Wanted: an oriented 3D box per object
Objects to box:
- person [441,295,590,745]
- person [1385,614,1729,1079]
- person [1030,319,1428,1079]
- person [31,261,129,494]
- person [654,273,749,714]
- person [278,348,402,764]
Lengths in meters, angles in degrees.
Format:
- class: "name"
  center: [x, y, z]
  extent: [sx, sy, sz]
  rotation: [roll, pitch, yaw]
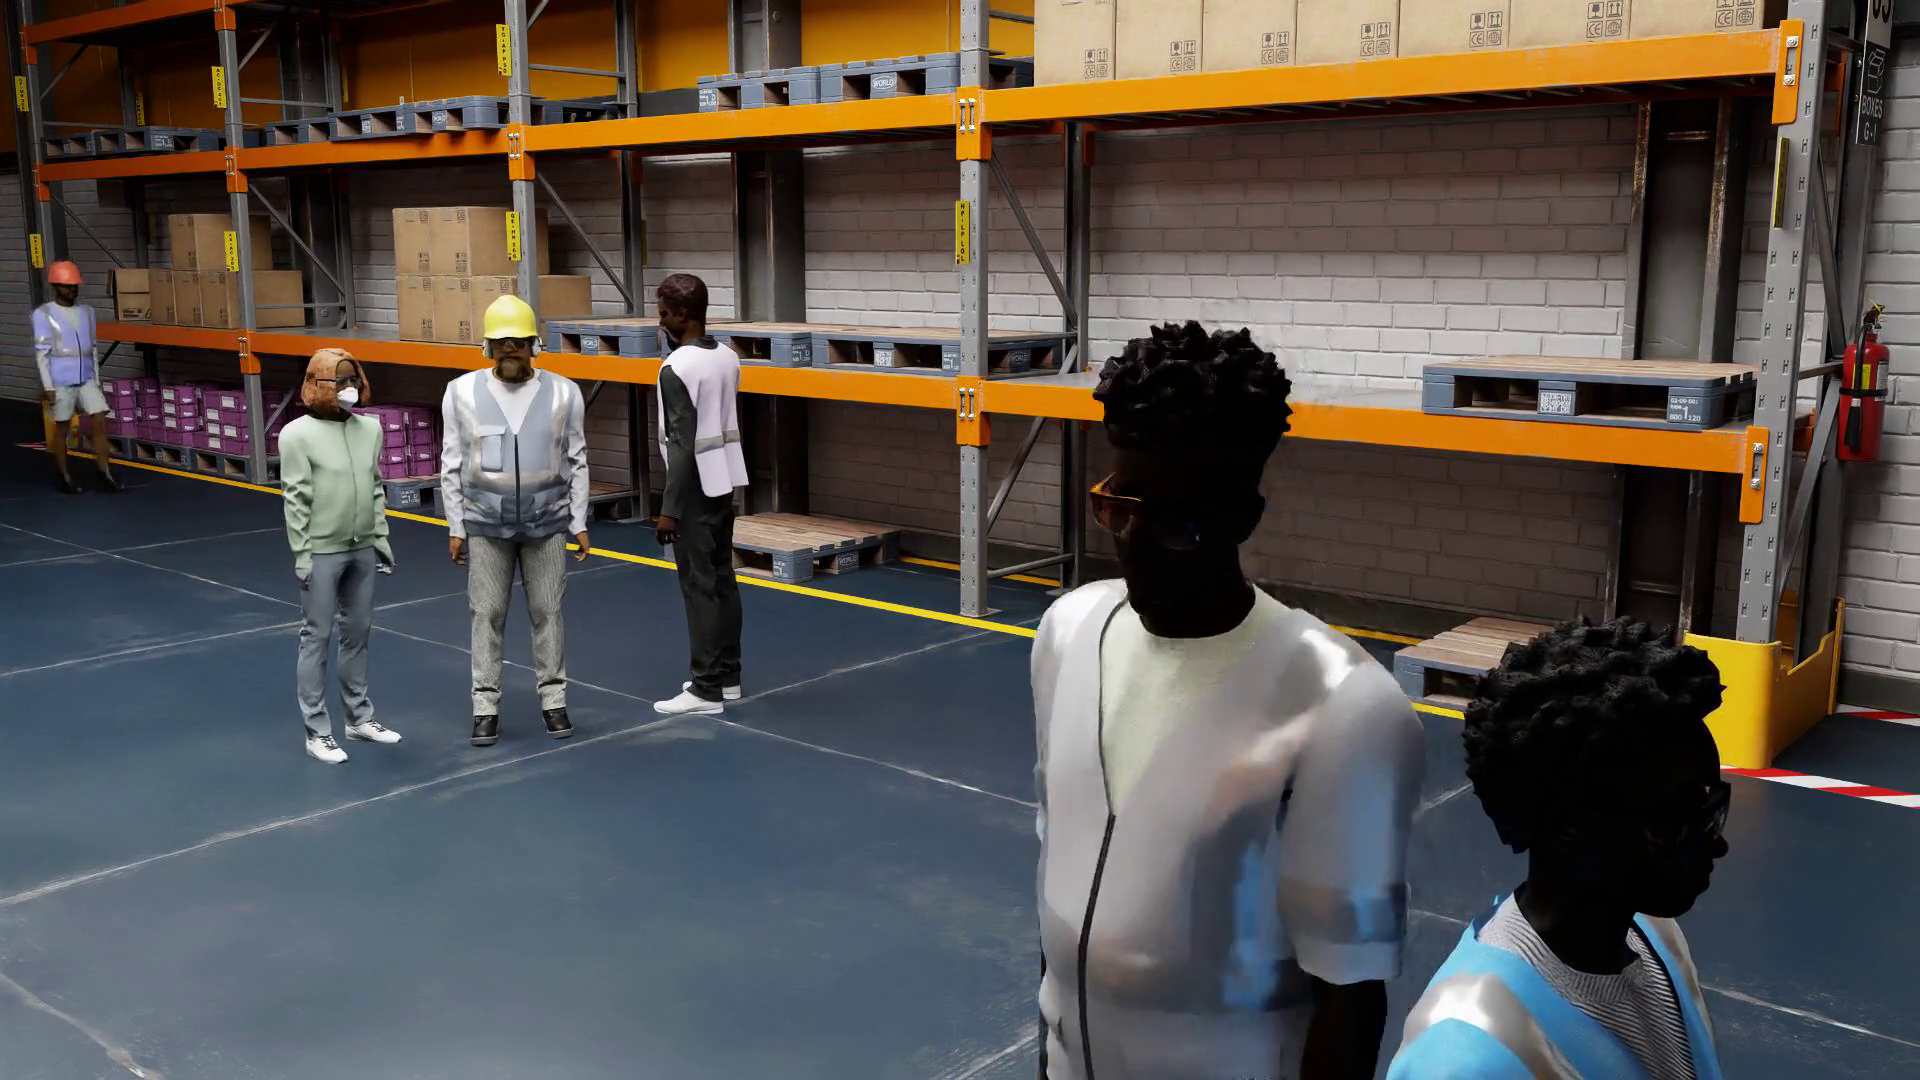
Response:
- class: "person"
  center: [-1.812, -0.079, 6.816]
  extent: [0.587, 1.835, 0.404]
  rotation: [-3, 10, -17]
- class: "person"
  center: [0.567, 0.904, 1.615]
  extent: [0.318, 1.697, 0.535]
  rotation: [7, 12, 35]
- class: "person"
  center: [0.236, 0.714, 2.074]
  extent: [0.661, 1.935, 0.623]
  rotation: [-8, 13, -39]
- class: "person"
  center: [-7.165, -1.297, 13.527]
  extent: [0.831, 1.904, 0.579]
  rotation: [6, 11, 30]
- class: "person"
  center: [-1.133, -0.195, 7.248]
  extent: [0.392, 1.916, 0.587]
  rotation: [3, 10, 14]
- class: "person"
  center: [-2.467, 0.052, 6.638]
  extent: [0.285, 1.634, 0.499]
  rotation: [5, 11, 27]
